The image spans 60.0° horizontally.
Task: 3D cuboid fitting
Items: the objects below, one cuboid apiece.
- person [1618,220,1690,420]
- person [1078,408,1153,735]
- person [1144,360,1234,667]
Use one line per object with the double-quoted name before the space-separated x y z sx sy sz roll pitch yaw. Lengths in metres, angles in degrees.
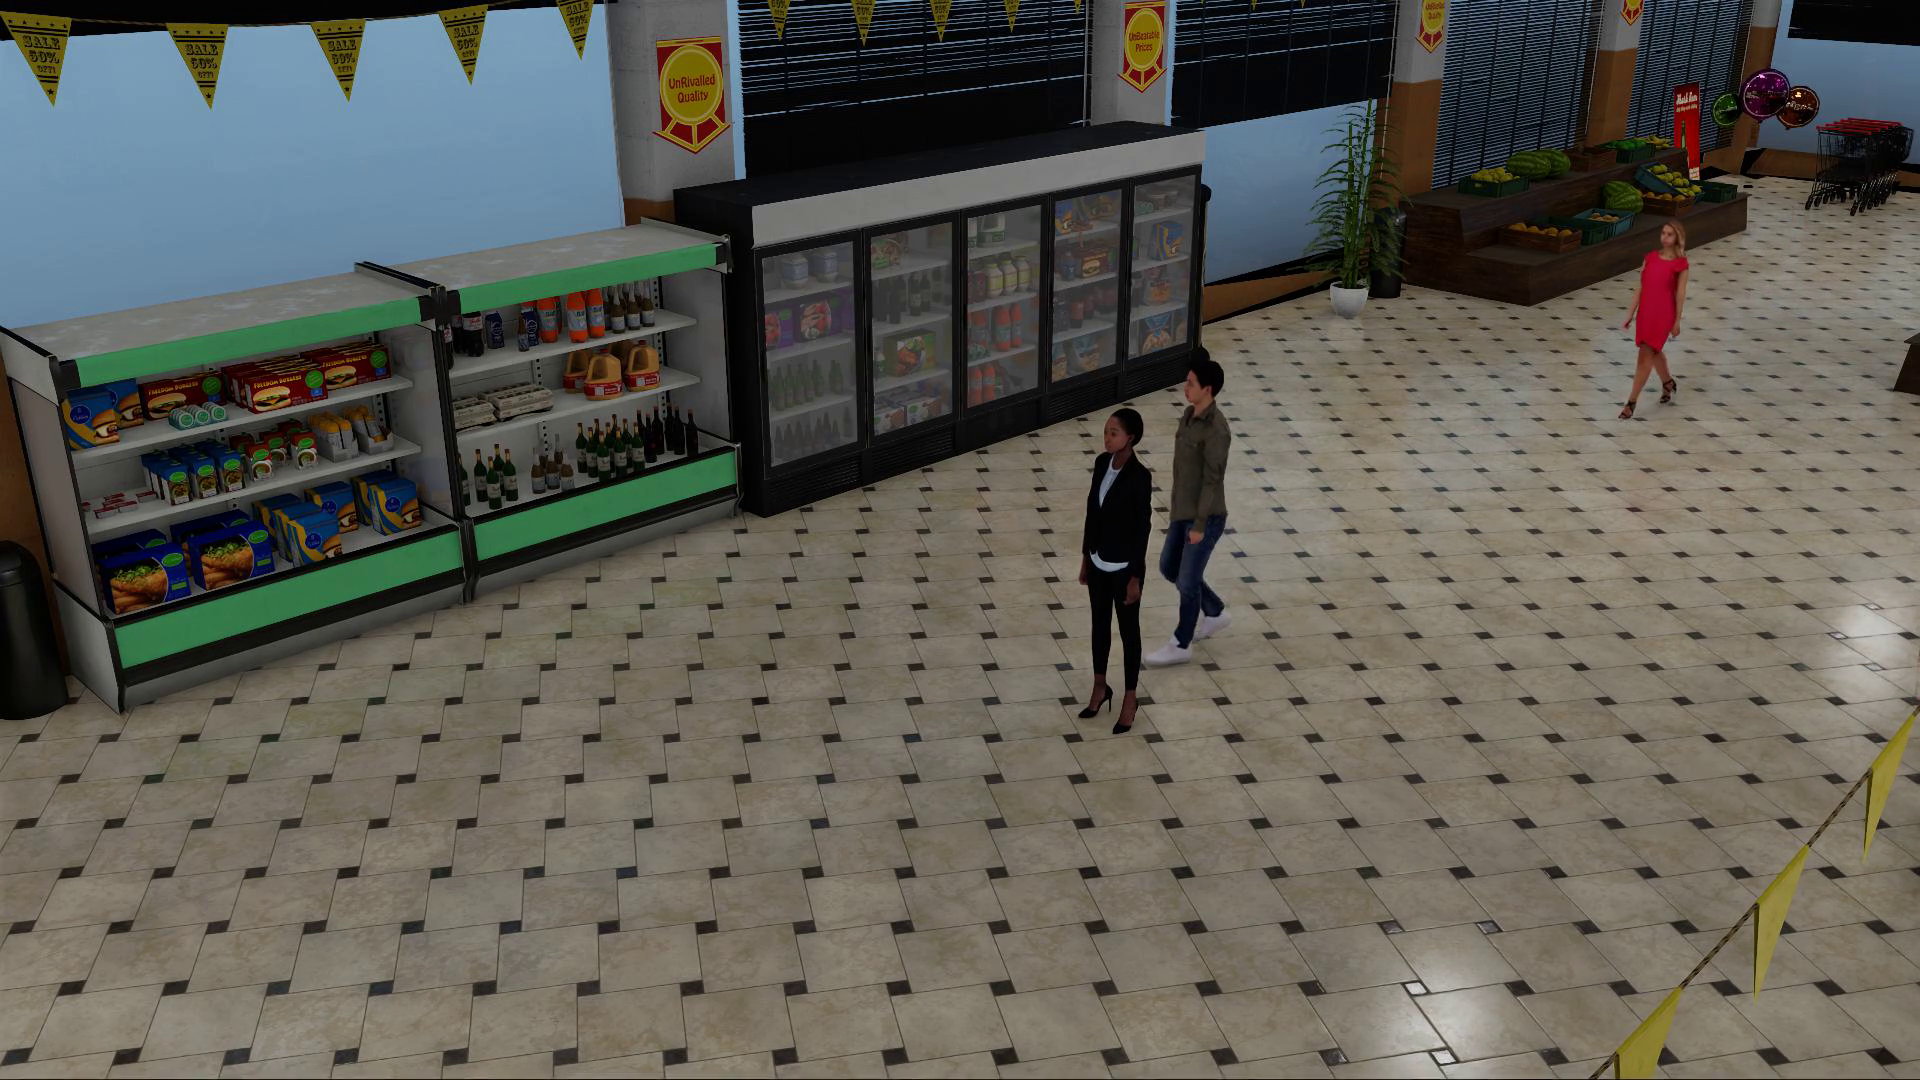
"person" 6.062 -1.906 14.361 1.111 1.682 0.770 -12 25 -27
"person" 0.845 0.168 8.995 0.537 1.834 0.605 -17 27 -36
"person" 1.444 -0.157 9.771 1.003 1.859 0.918 -6 23 -14
